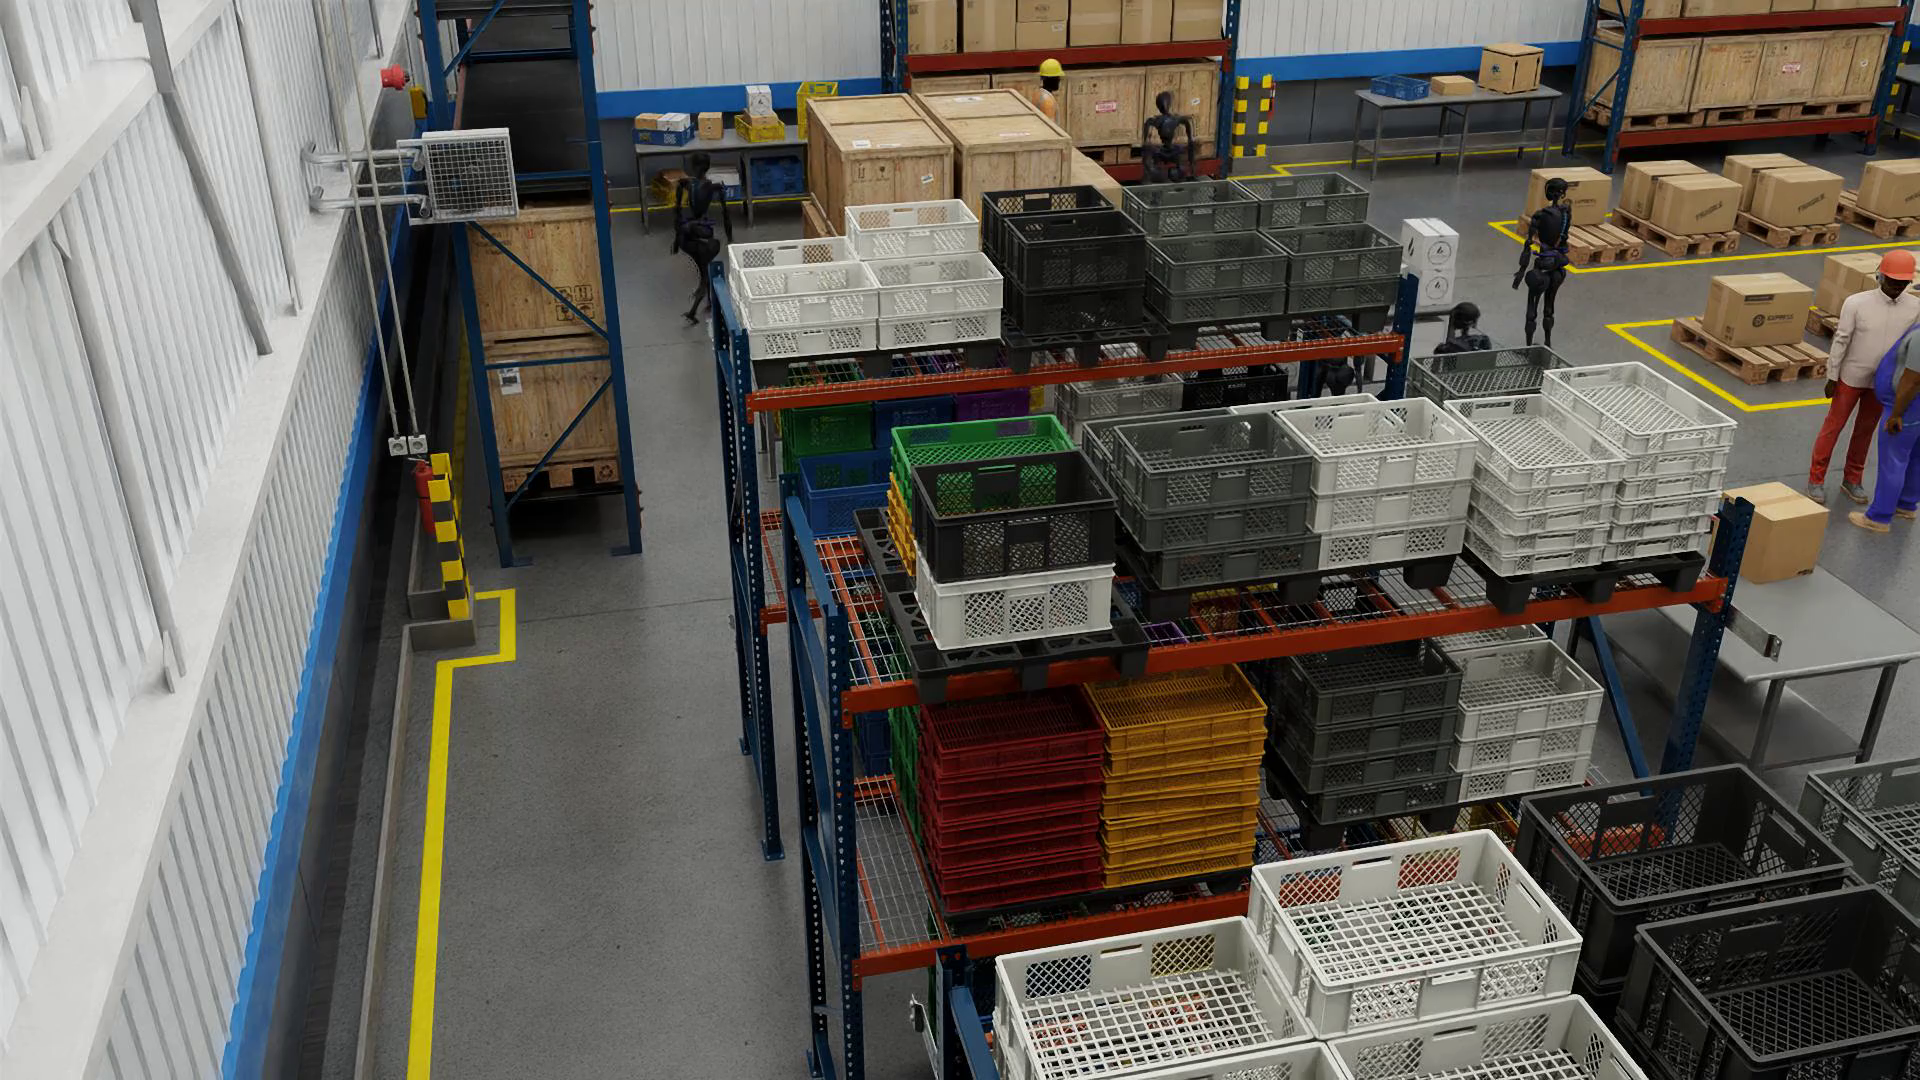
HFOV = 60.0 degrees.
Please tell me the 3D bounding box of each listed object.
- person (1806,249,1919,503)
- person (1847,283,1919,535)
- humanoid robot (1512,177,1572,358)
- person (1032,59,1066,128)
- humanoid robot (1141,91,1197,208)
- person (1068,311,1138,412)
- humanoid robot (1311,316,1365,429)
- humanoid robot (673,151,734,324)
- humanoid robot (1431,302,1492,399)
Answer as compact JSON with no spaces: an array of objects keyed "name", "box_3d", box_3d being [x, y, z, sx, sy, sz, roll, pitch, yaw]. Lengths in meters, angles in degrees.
[{"name":"person","box_3d":[6.828,-1.226,12.523,0.610,1.994,0.377,0,28,1]},{"name":"person","box_3d":[6.936,-1.044,12.128,0.682,2.000,0.536,-18,33,-31]},{"name":"humanoid robot","box_3d":[5.373,-2.511,15.298,0.563,1.651,0.355,-17,32,-28]},{"name":"person","box_3d":[0.983,-4.410,18.636,0.373,1.924,0.594,-5,28,-9]},{"name":"humanoid robot","box_3d":[2.326,-4.144,18.411,0.640,1.636,0.364,2,28,3]},{"name":"person","box_3d":[1.107,-1.394,12.958,0.583,1.882,0.337,15,31,26]},{"name":"humanoid robot","box_3d":[2.961,-1.424,13.222,0.313,1.659,0.609,-21,34,-34]},{"name":"humanoid robot","box_3d":[-2.544,-2.943,16.156,0.585,1.628,0.727,13,30,23]},{"name":"humanoid robot","box_3d":[3.683,-0.973,12.370,0.612,1.655,0.320,-13,30,-23]}]
